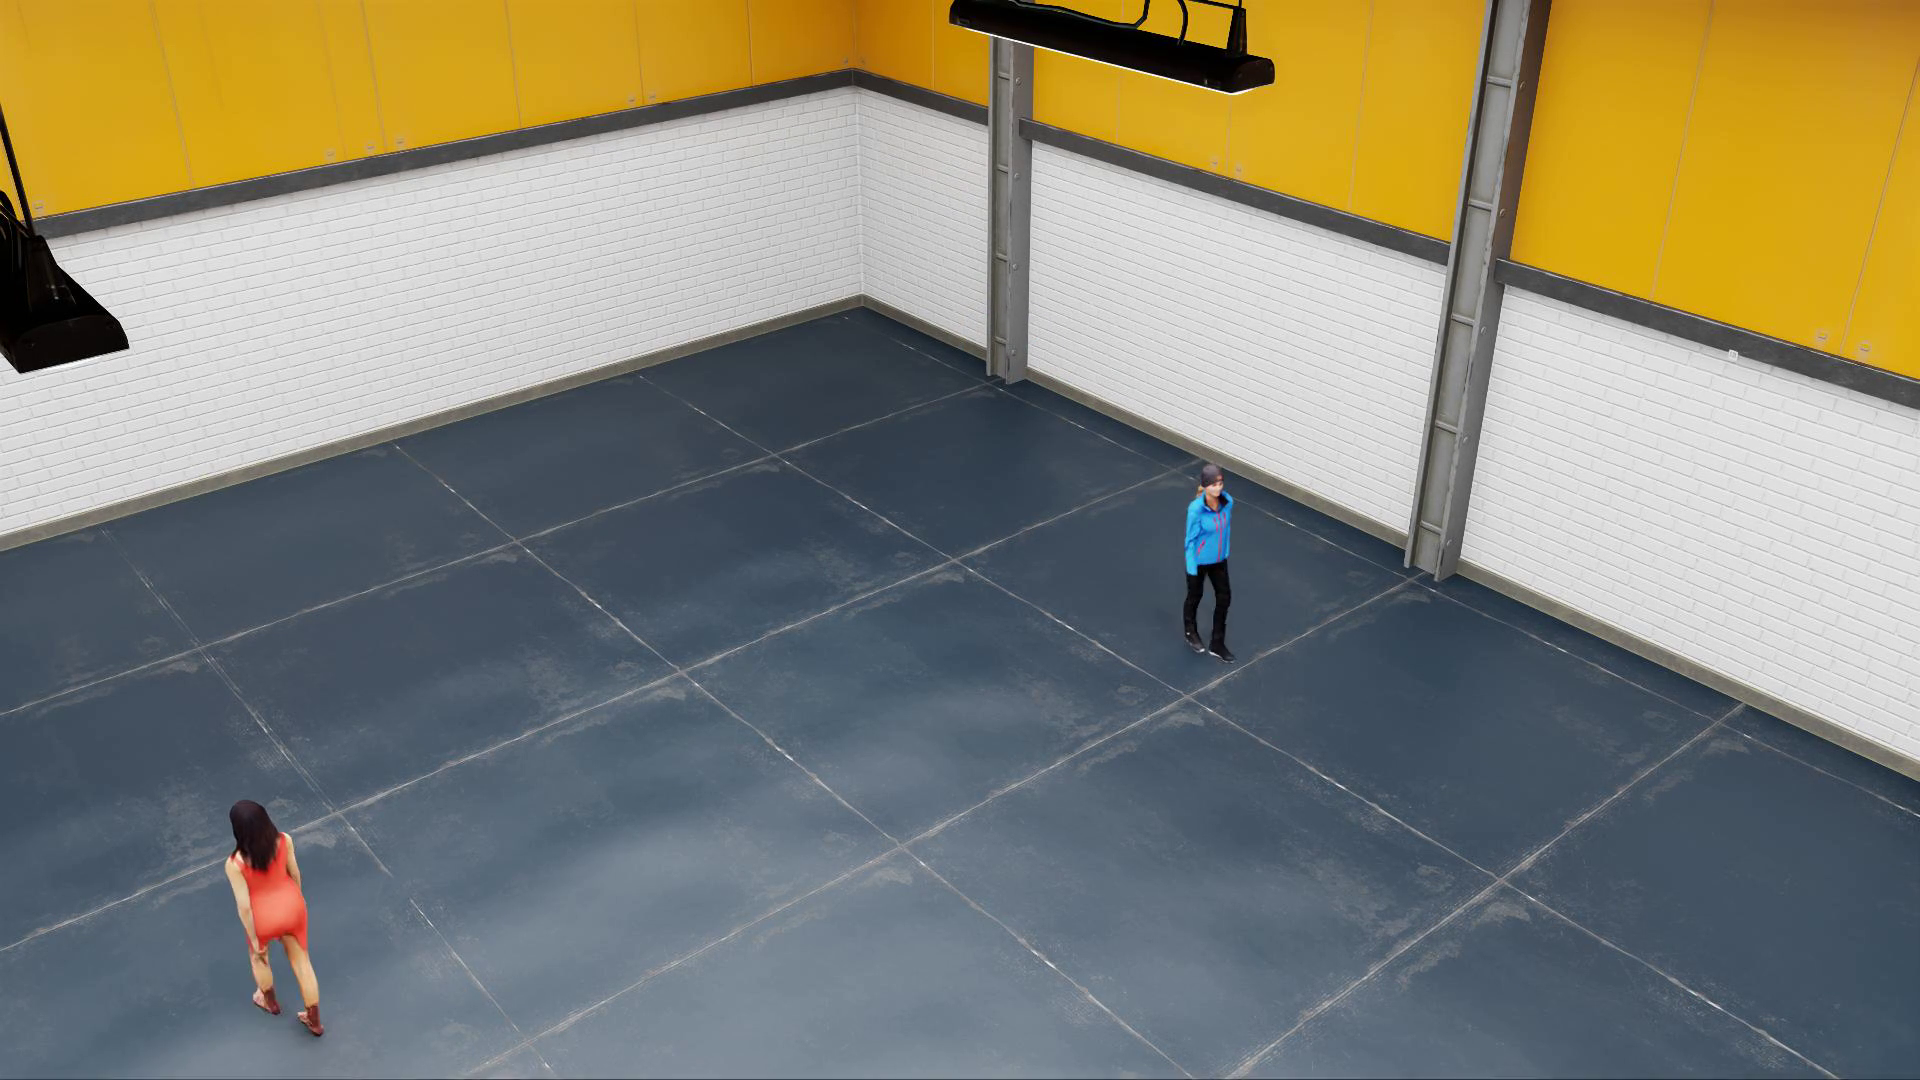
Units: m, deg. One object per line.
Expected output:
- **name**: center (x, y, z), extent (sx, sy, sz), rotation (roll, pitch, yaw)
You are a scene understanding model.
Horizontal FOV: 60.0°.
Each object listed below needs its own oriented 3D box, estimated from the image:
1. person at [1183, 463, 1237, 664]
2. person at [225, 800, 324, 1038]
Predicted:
- **person**: center (2.009, 0.144, 13.940), extent (0.756, 1.781, 0.881), rotation (-13, 31, -23)
- **person**: center (-4.079, 2.324, 10.035), extent (0.634, 1.693, 0.844), rotation (-25, 37, -37)
